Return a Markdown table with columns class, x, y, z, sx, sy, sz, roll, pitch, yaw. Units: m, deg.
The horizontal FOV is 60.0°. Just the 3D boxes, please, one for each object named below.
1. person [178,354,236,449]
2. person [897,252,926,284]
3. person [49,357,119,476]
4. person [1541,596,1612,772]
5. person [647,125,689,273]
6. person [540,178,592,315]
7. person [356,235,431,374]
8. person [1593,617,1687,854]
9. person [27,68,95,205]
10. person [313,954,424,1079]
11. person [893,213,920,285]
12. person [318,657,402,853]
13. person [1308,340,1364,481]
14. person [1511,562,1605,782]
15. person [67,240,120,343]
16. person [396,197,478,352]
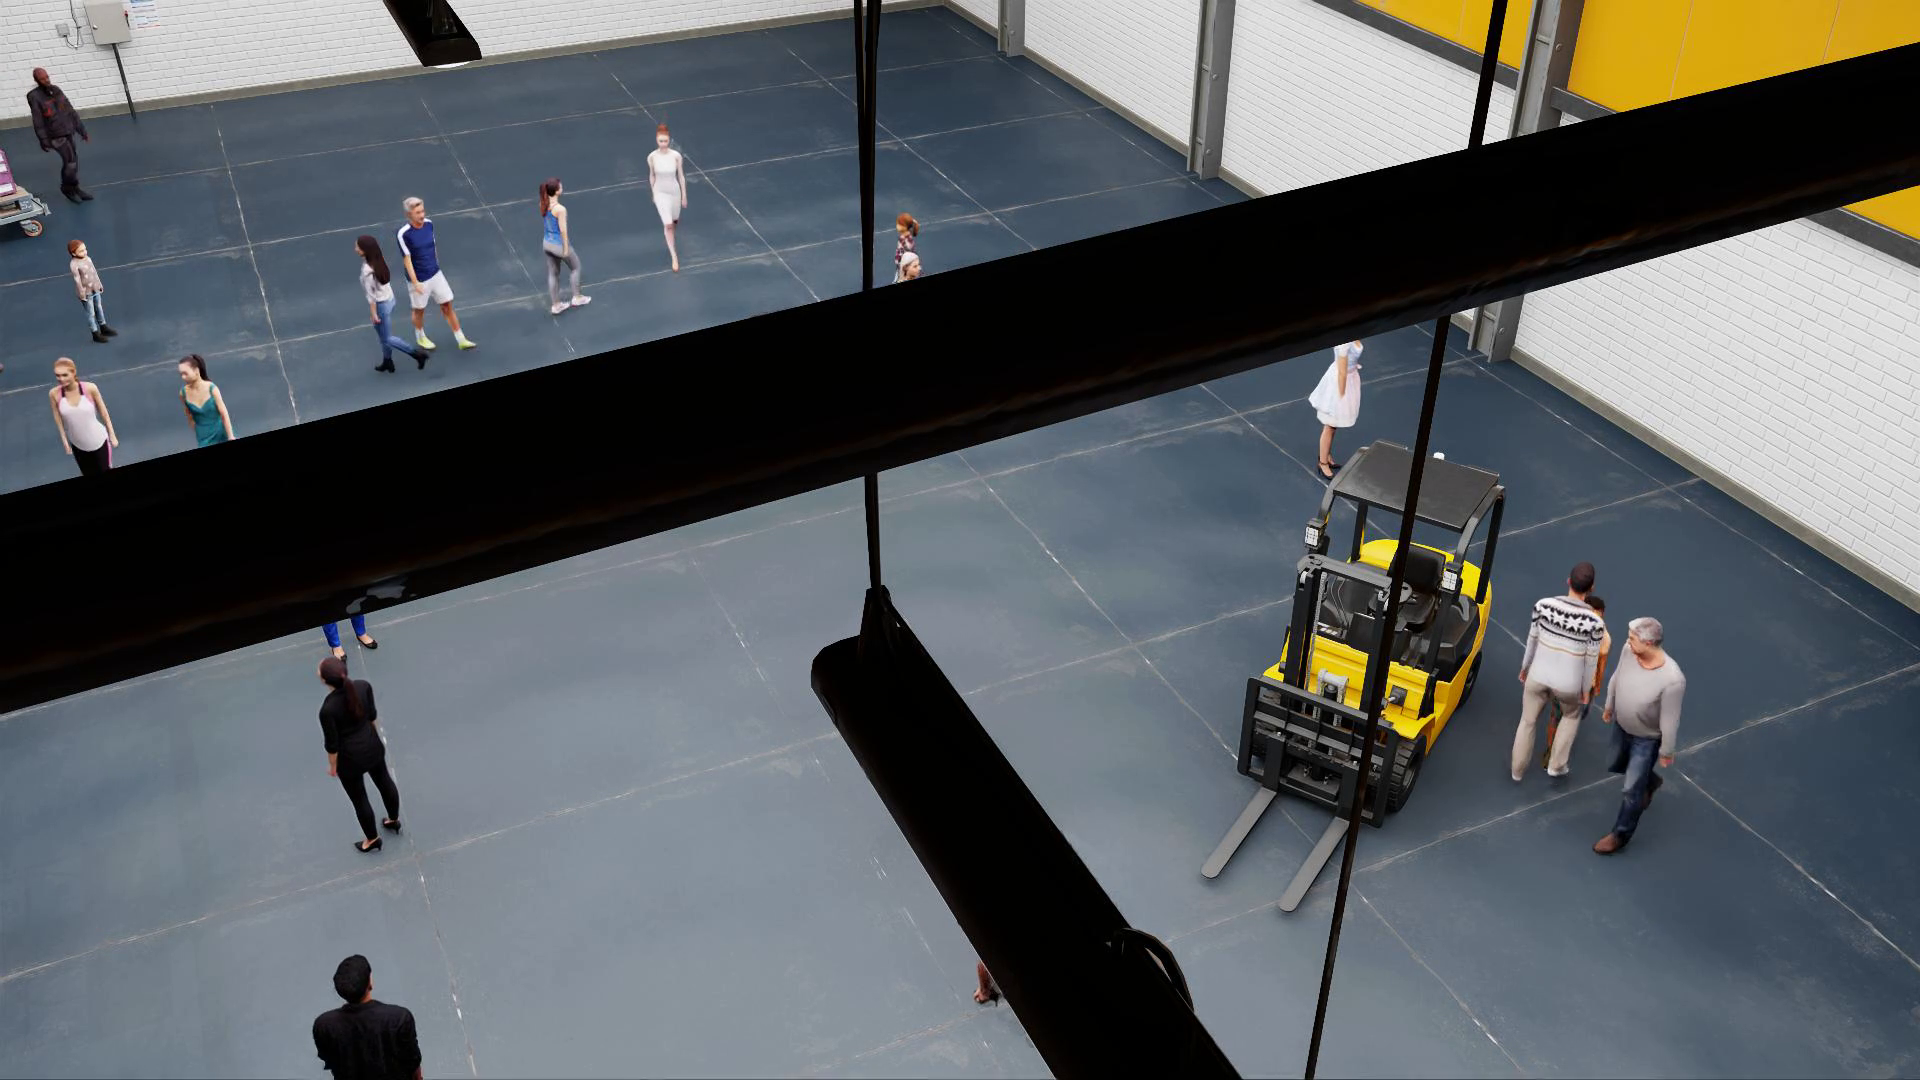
| class | x | y | z | sx | sy | sz | roll | pitch | yaw |
| --- | --- | --- | --- | --- | --- | --- | --- | --- | --- |
| person | -6.866 | -0.968 | 15.396 | 0.741 | 1.661 | 0.964 | -4 | 34 | -5 |
| person | -0.578 | -2.205 | 17.272 | 1.188 | 1.644 | 0.997 | 19 | 38 | 27 |
| person | -7.935 | -0.927 | 15.234 | 0.738 | 1.772 | 0.970 | -6 | 34 | -9 |
| person | 4.675 | 1.025 | 12.594 | 0.895 | 1.444 | 0.952 | 12 | 35 | 17 |
| person | -3.530 | -4.172 | 20.135 | 0.746 | 1.752 | 1.142 | -7 | 34 | -10 |
| person | -4.656 | -3.327 | 19.009 | 0.782 | 1.592 | 0.814 | 19 | 38 | 26 |
| person | -6.075 | -2.480 | 17.717 | 0.929 | 1.610 | 0.961 | 3 | 34 | 4 |
| person | 4.863 | 1.318 | 11.773 | 0.880 | 1.867 | 0.938 | -15 | 37 | -22 |
| person | -11.897 | -5.322 | 21.813 | 0.897 | 1.809 | 0.819 | 8 | 34 | 12 |
| person | -3.239 | 3.073 | 9.213 | 0.816 | 1.776 | 1.174 | -9 | 35 | -13 |
| person | -0.537 | -3.102 | 18.940 | 0.708 | 1.292 | 0.699 | -5 | 34 | -8 |
| person | -4.227 | 1.500 | 11.683 | 0.726 | 1.662 | 0.694 | 18 | 38 | 25 |
| person | 3.641 | -1.441 | 15.965 | 0.918 | 1.820 | 0.857 | 11 | 35 | 16 |
| person | 4.377 | 1.038 | 12.231 | 0.809 | 1.825 | 0.898 | 20 | 39 | 28 |
| person | -9.740 | -2.797 | 18.572 | 0.611 | 1.193 | 0.549 | 10 | 35 | 15 |
| person | -5.929 | -2.899 | 18.170 | 1.148 | 1.806 | 0.957 | 23 | 40 | 31 |
